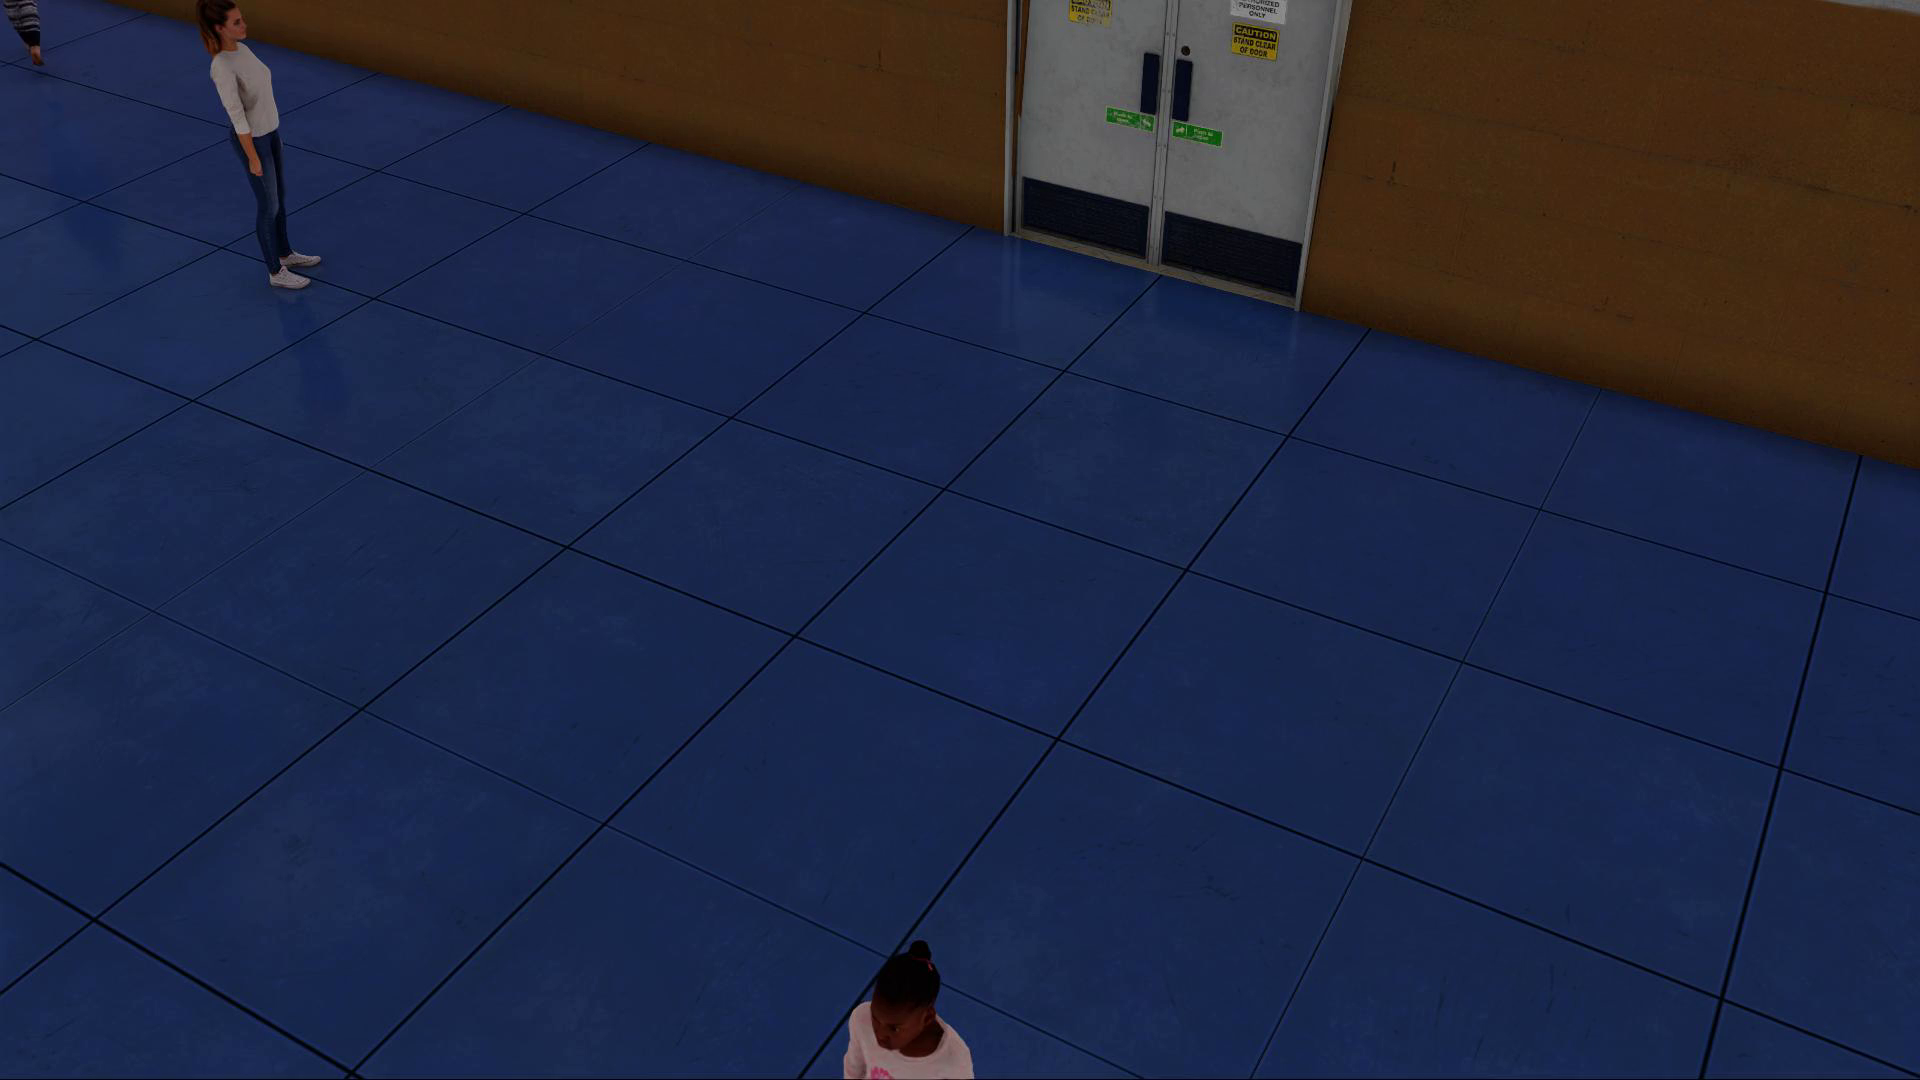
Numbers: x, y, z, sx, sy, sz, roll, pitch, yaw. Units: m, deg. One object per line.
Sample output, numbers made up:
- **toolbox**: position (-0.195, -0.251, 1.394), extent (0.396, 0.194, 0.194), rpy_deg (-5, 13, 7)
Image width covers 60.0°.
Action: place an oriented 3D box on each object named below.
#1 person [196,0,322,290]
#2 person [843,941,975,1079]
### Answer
- **person**: position (-4.130, -2.327, 9.759), extent (0.753, 1.720, 0.650), rpy_deg (-2, 37, -3)
- **person**: position (-0.138, 1.649, 4.691), extent (0.559, 1.445, 0.493), rpy_deg (17, 40, 21)
